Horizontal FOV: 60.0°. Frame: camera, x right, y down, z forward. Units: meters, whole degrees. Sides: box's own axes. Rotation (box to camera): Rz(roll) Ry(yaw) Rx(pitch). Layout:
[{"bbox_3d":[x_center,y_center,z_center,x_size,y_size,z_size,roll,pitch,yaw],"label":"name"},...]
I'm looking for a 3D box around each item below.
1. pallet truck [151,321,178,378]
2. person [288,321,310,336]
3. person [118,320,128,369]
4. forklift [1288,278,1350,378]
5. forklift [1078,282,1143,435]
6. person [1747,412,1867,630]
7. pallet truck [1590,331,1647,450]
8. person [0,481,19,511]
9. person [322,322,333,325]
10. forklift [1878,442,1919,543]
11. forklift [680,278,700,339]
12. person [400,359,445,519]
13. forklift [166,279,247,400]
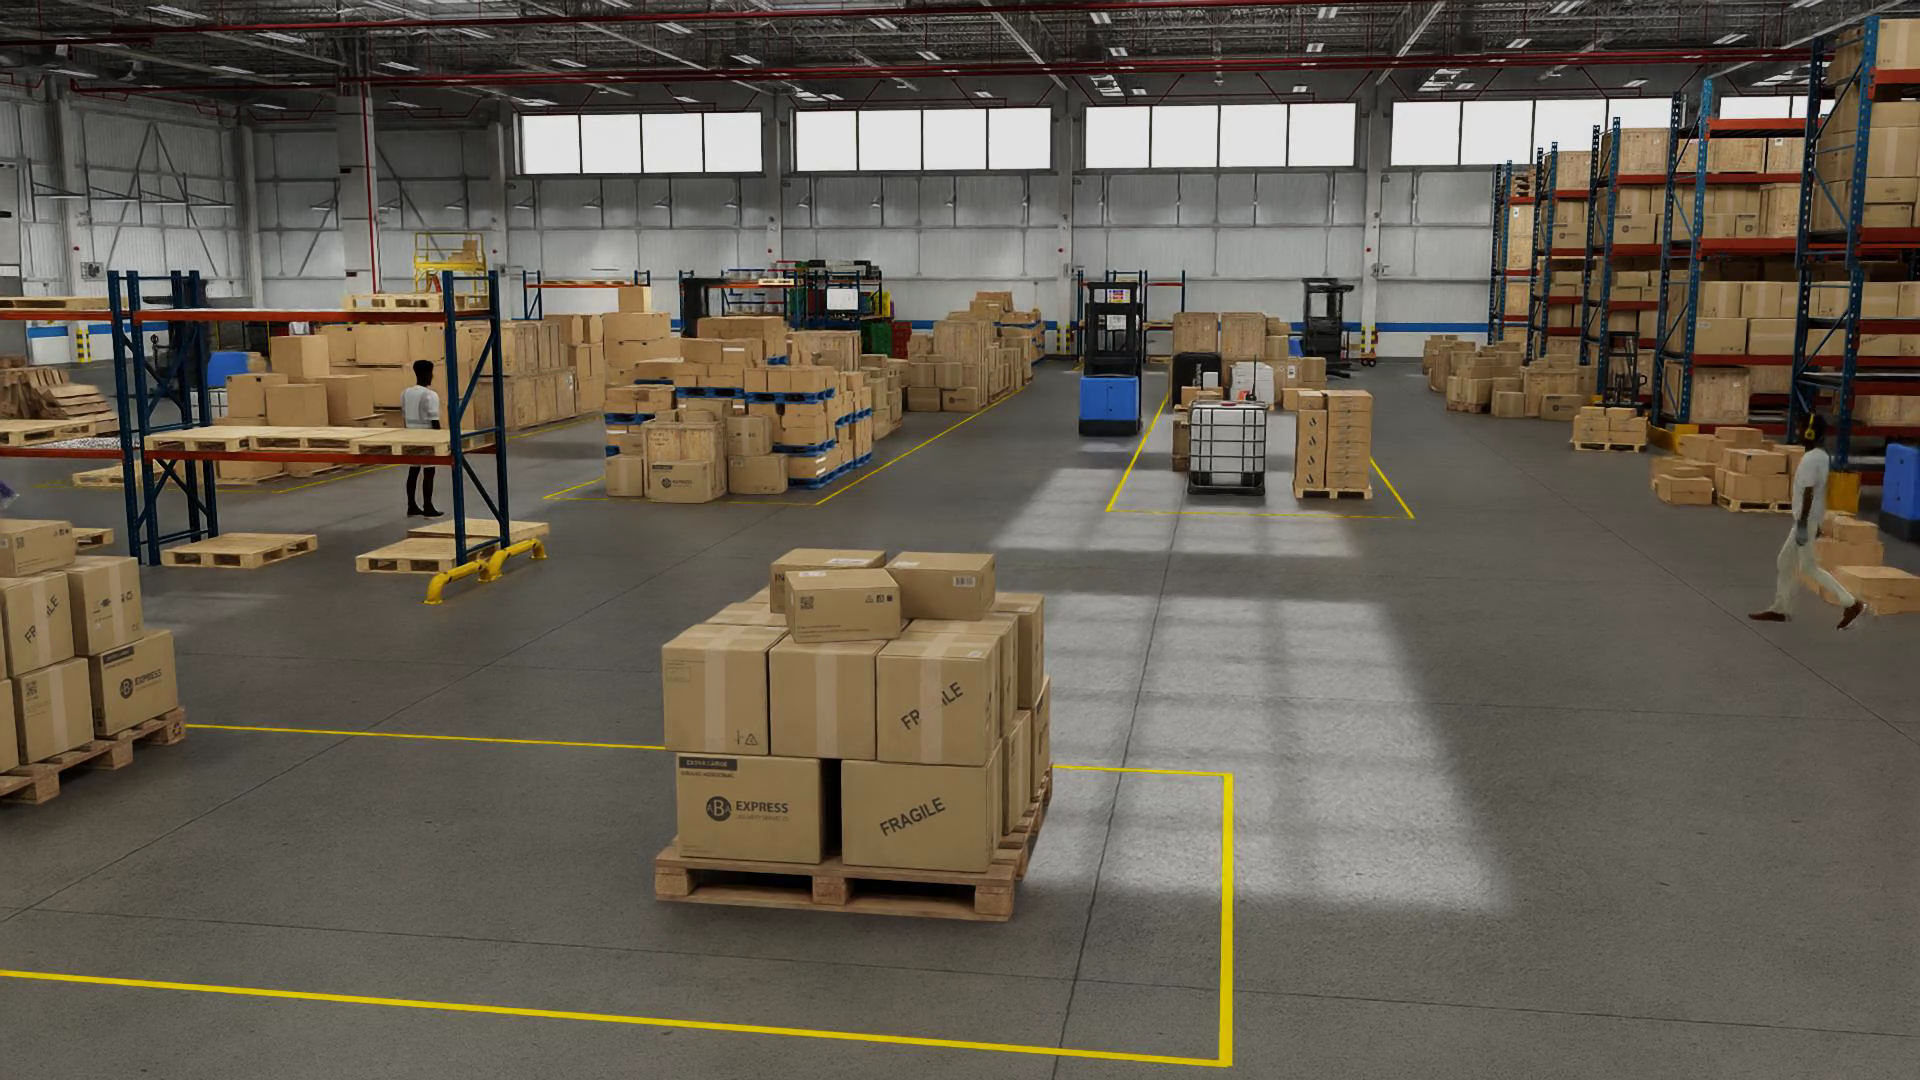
[{"bbox_3d":[-21.869,-5.598,47.154,0.823,1.965,1.885,4,10,26],"label":"pallet truck"},{"bbox_3d":[-19.507,-5.852,49.122,0.580,1.867,0.686,-4,10,-22],"label":"person"},{"bbox_3d":[-25.943,-6.094,51.348,0.315,1.629,0.509,-1,9,-3],"label":"person"},{"bbox_3d":[10.079,-5.988,46.848,1.129,2.768,1.873,-3,10,-15],"label":"forklift"},{"bbox_3d":[2.824,-3.411,30.954,1.129,2.768,1.873,1,9,9],"label":"forklift"},{"bbox_3d":[7.255,-0.162,14.119,0.841,1.847,0.521,6,11,31],"label":"person"},{"bbox_3d":[11.253,-2.573,28.499,0.823,1.965,1.885,5,10,27],"label":"pallet truck"},{"bbox_3d":[-12.344,-1.252,20.725,0.942,1.885,0.592,-6,11,-33],"label":"person"},{"bbox_3d":[-16.716,-4.998,43.801,1.059,1.872,0.659,-3,10,-18],"label":"person"},{"bbox_3d":[11.347,-1.348,18.226,1.873,2.768,1.129,1,9,9],"label":"forklift"},{"bbox_3d":[-7.303,-5.733,45.274,1.873,2.768,1.129,0,9,2],"label":"forklift"},{"bbox_3d":[-6.574,-1.231,20.362,0.606,1.958,0.377,6,11,32],"label":"person"},{"bbox_3d":[-18.051,-4.783,39.416,1.873,2.768,1.129,-8,12,-40],"label":"forklift"}]
